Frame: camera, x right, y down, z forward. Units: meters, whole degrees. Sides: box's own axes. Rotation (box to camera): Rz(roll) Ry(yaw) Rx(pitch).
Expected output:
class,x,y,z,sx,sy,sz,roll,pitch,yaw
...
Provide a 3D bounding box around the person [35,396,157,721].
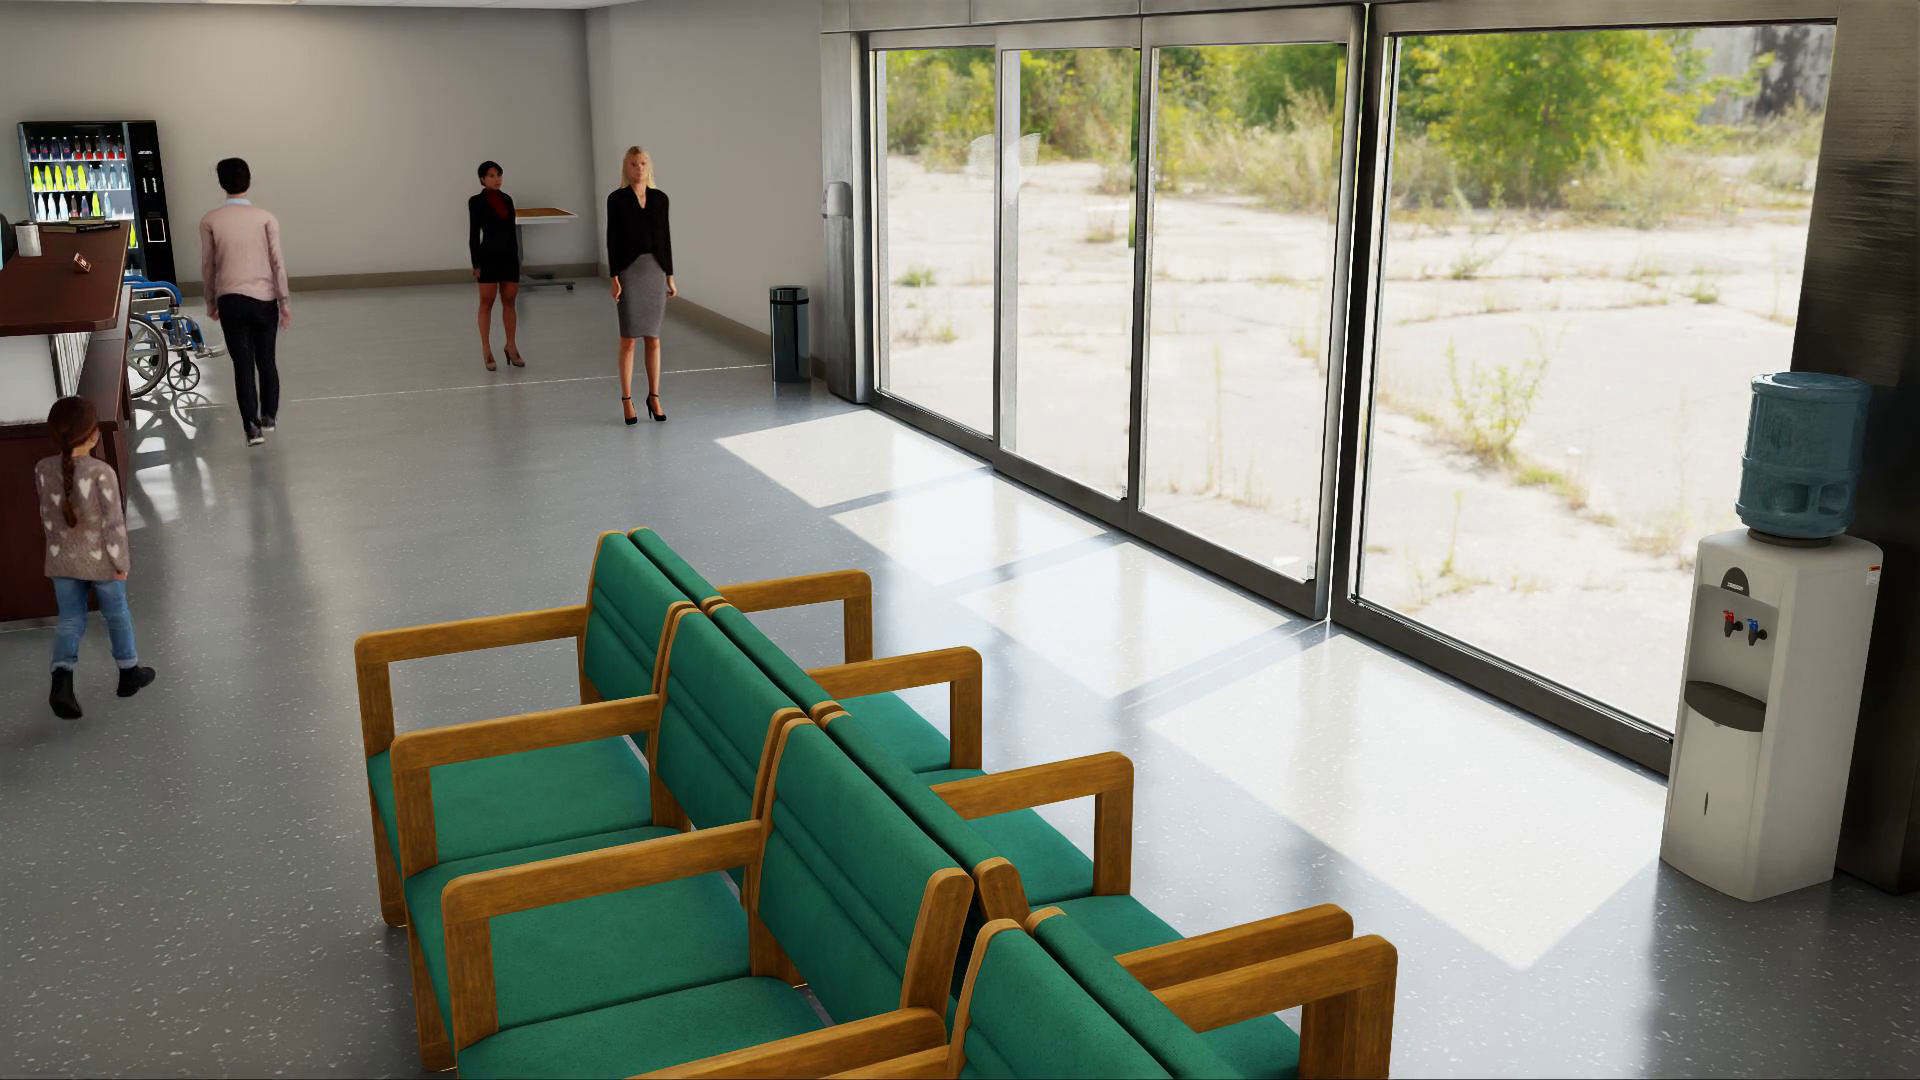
class,x,y,z,sx,sy,sz,roll,pitch,yaw
person,-3.231,0.078,6.080,0.812,1.178,0.725,-1,16,-3

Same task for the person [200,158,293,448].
class,x,y,z,sx,sy,sz,roll,pitch,yaw
person,-4.451,-1.432,10.361,1.150,1.763,0.772,-6,17,-20

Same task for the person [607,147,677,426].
class,x,y,z,sx,sy,sz,roll,pitch,yaw
person,-2.141,-1.697,11.150,0.503,1.843,0.674,-9,18,-29

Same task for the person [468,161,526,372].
class,x,y,z,sx,sy,sz,roll,pitch,yaw
person,-3.696,-2.188,13.267,0.720,1.640,0.658,15,21,42
